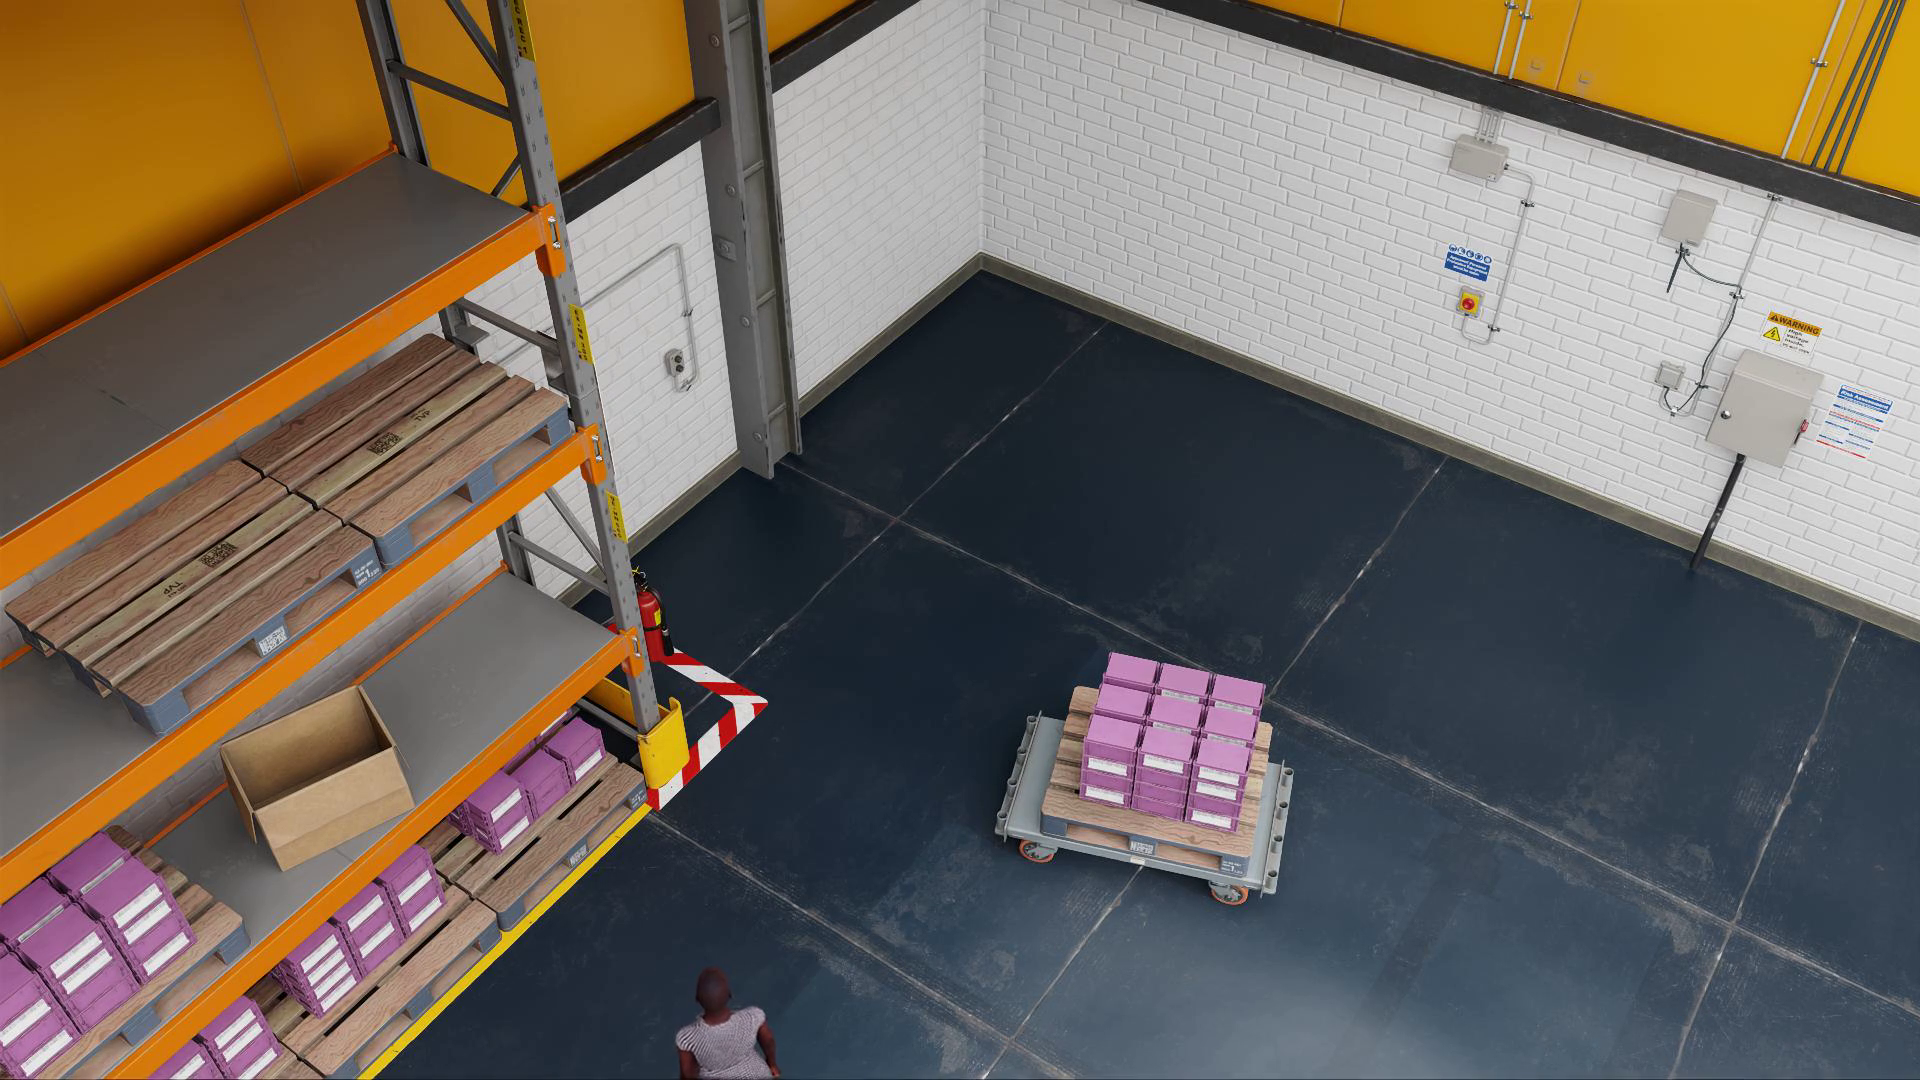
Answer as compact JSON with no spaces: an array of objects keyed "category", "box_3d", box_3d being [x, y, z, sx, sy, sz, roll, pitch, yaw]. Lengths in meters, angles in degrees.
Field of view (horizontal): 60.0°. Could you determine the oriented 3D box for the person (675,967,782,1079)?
[{"category":"person","box_3d":[-1.086,2.590,7.900,0.654,1.788,0.765,-16,46,-16]}]
